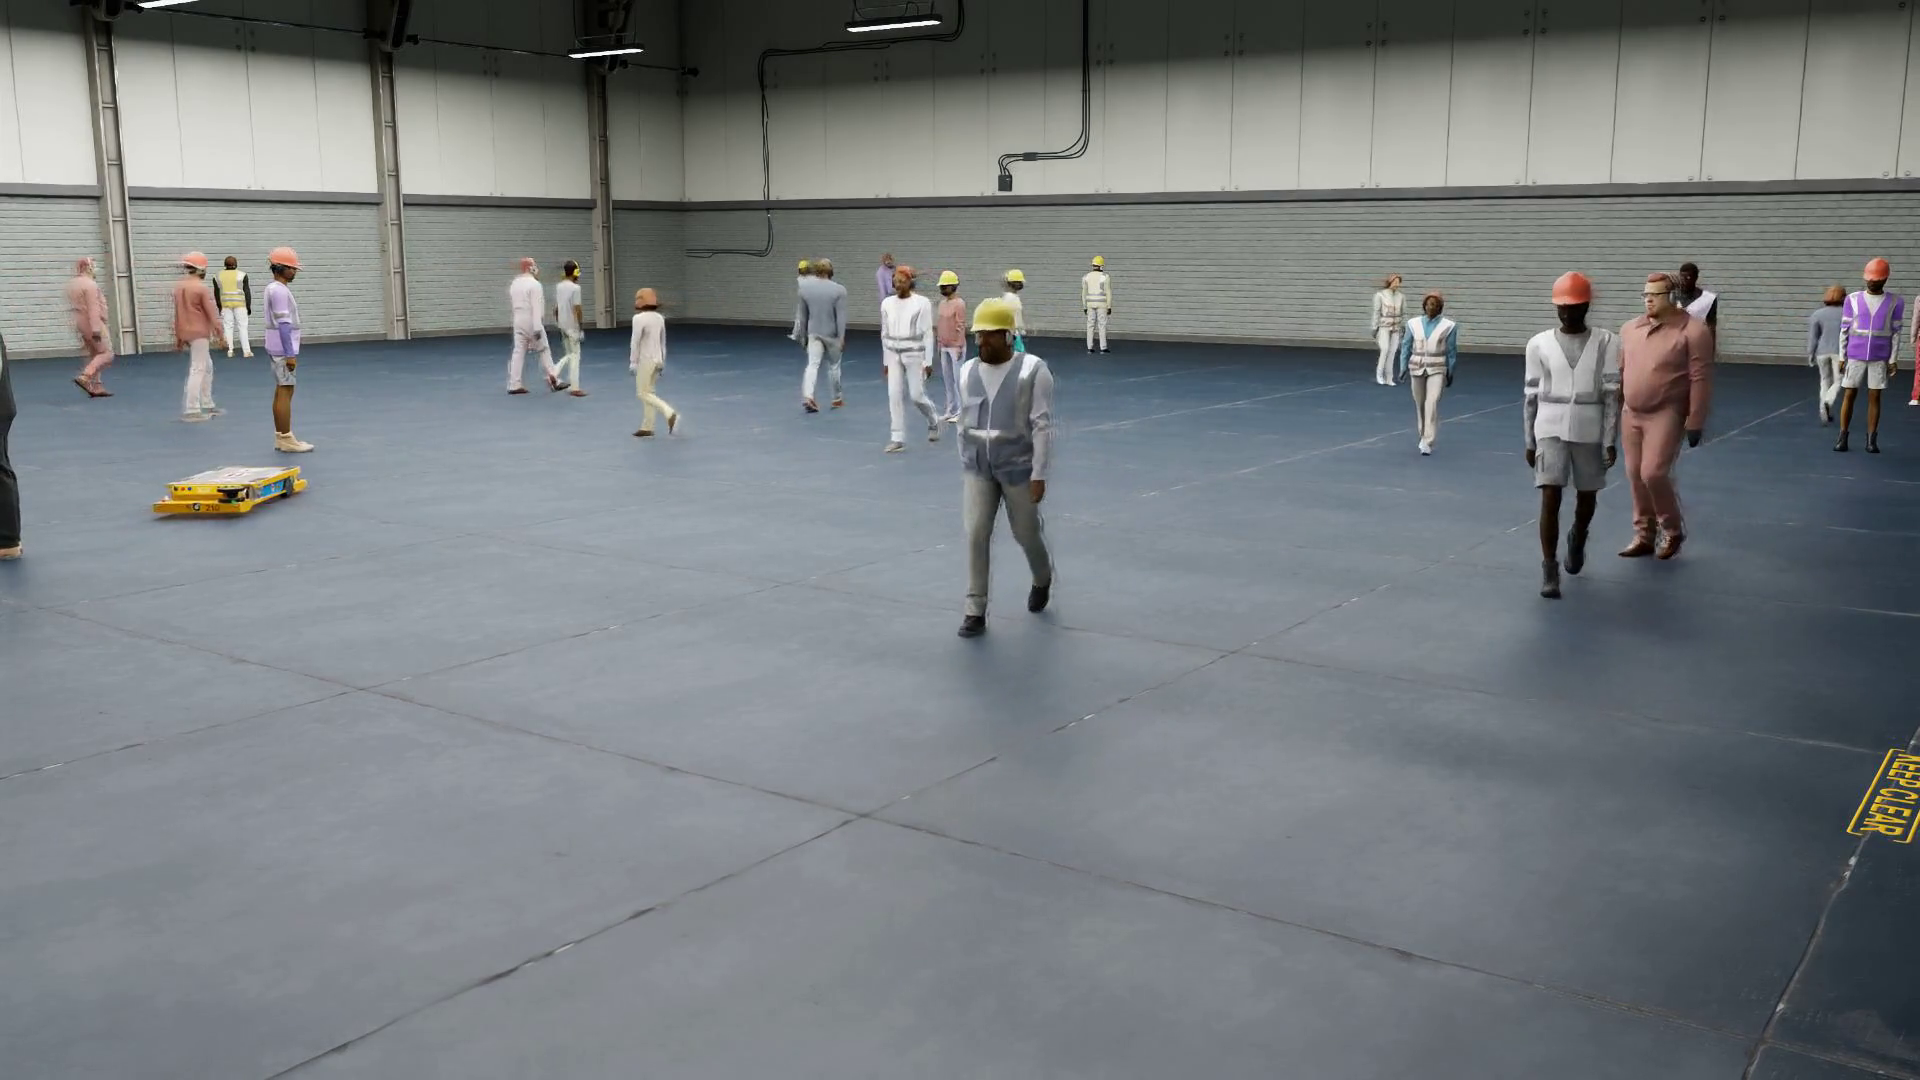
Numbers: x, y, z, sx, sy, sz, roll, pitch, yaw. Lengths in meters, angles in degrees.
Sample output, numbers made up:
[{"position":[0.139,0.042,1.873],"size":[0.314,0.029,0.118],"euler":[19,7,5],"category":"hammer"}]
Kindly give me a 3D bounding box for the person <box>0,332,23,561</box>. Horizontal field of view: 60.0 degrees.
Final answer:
[{"position":[-6.381,-0.775,10.890],"size":[0.350,1.842,0.506],"euler":[-4,11,-21],"category":"person"}]

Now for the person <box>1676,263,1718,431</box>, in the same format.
[{"position":[8.089,-2.147,18.510],"size":[0.594,1.876,0.963],"euler":[9,13,41],"category":"person"}]

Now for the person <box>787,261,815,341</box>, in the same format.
[{"position":[-3.288,-5.030,35.116],"size":[0.500,1.693,0.928],"euler":[6,12,29],"category":"person"}]

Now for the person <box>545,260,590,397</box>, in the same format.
[{"position":[-5.300,-2.842,22.438],"size":[0.557,1.851,0.505],"euler":[9,14,43],"category":"person"}]

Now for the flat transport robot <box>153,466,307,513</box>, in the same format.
[{"position":[-5.799,-0.417,13.279],"size":[0.652,0.197,1.431],"euler":[0,10,-2],"category":"flat transport robot"}]

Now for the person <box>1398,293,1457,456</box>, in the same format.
[{"position":[4.671,-1.669,16.595],"size":[0.514,1.597,0.866],"euler":[6,12,29],"category":"person"}]

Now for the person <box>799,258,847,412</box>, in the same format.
[{"position":[-1.710,-2.539,20.629],"size":[0.638,1.901,1.009],"euler":[3,11,16],"category":"person"}]

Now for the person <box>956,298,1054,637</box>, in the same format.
[{"position":[0.257,-0.417,9.023],"size":[0.581,1.796,0.861],"euler":[4,11,22],"category":"person"}]

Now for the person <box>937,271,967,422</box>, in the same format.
[{"position":[-0.108,-2.245,19.363],"size":[0.333,1.760,0.522],"euler":[-7,12,-33],"category":"person"}]

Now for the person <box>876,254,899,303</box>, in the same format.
[{"position":[-1.452,-5.221,35.786],"size":[0.725,1.854,0.749],"euler":[-6,12,-31],"category":"person"}]

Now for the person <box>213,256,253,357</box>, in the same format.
[{"position":[-13.288,-4.265,30.439],"size":[0.622,1.845,0.430],"euler":[-1,10,-8],"category":"person"}]

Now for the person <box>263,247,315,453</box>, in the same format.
[{"position":[-6.698,-1.883,16.560],"size":[0.396,2.033,0.605],"euler":[-6,12,-29],"category":"person"}]

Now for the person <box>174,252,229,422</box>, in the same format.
[{"position":[-8.869,-2.389,19.560],"size":[0.633,1.965,0.771],"euler":[7,12,35],"category":"person"}]

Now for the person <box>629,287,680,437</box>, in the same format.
[{"position":[-3.261,-1.875,17.683],"size":[0.622,1.610,0.505],"euler":[4,11,23],"category":"person"}]

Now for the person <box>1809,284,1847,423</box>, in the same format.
[{"position":[10.021,-2.134,19.130],"size":[0.515,1.612,0.649],"euler":[10,14,44],"category":"person"}]

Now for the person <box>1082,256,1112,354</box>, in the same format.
[{"position":[2.596,-4.421,31.332],"size":[0.587,1.834,0.403],"euler":[5,11,28],"category":"person"}]

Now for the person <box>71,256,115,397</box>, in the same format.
[{"position":[-11.675,-2.856,22.367],"size":[0.454,1.894,0.651],"euler":[-10,14,-43],"category":"person"}]

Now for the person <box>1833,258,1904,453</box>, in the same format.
[{"position":[9.026,-1.824,16.524],"size":[0.542,1.927,0.381],"euler":[5,11,27],"category":"person"}]

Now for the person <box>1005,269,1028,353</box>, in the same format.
[{"position":[0.701,-2.868,22.958],"size":[0.915,1.722,0.527],"euler":[1,10,6],"category":"person"}]

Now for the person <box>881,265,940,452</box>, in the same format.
[{"position":[-0.495,-1.826,16.724],"size":[0.585,1.865,0.733],"euler":[5,11,28],"category":"person"}]

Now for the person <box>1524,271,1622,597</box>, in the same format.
[{"position":[3.649,-0.647,9.963],"size":[0.549,1.917,0.808],"euler":[3,11,18],"category":"person"}]

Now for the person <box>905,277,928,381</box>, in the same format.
[{"position":[-0.723,-3.162,24.882],"size":[0.644,1.622,0.520],"euler":[3,11,19],"category":"person"}]

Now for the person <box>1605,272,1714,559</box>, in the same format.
[{"position":[4.544,-0.807,10.934],"size":[0.434,1.888,0.647],"euler":[-5,11,-28],"category":"person"}]

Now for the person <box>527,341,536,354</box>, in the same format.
[{"position":[-8.163,-4.327,31.479],"size":[0.514,1.583,0.854],"euler":[-3,11,-16],"category":"person"}]

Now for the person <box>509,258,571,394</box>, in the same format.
[{"position":[-5.901,-2.968,23.118],"size":[0.664,1.854,0.943],"euler":[8,13,39],"category":"person"}]

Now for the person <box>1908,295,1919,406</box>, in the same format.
[{"position":[12.419,-2.575,21.213],"size":[0.533,1.759,0.345],"euler":[4,11,21],"category":"person"}]

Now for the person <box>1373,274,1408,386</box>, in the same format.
[{"position":[6.283,-3.056,24.233],"size":[0.548,1.625,0.389],"euler":[-4,11,-20],"category":"person"}]
